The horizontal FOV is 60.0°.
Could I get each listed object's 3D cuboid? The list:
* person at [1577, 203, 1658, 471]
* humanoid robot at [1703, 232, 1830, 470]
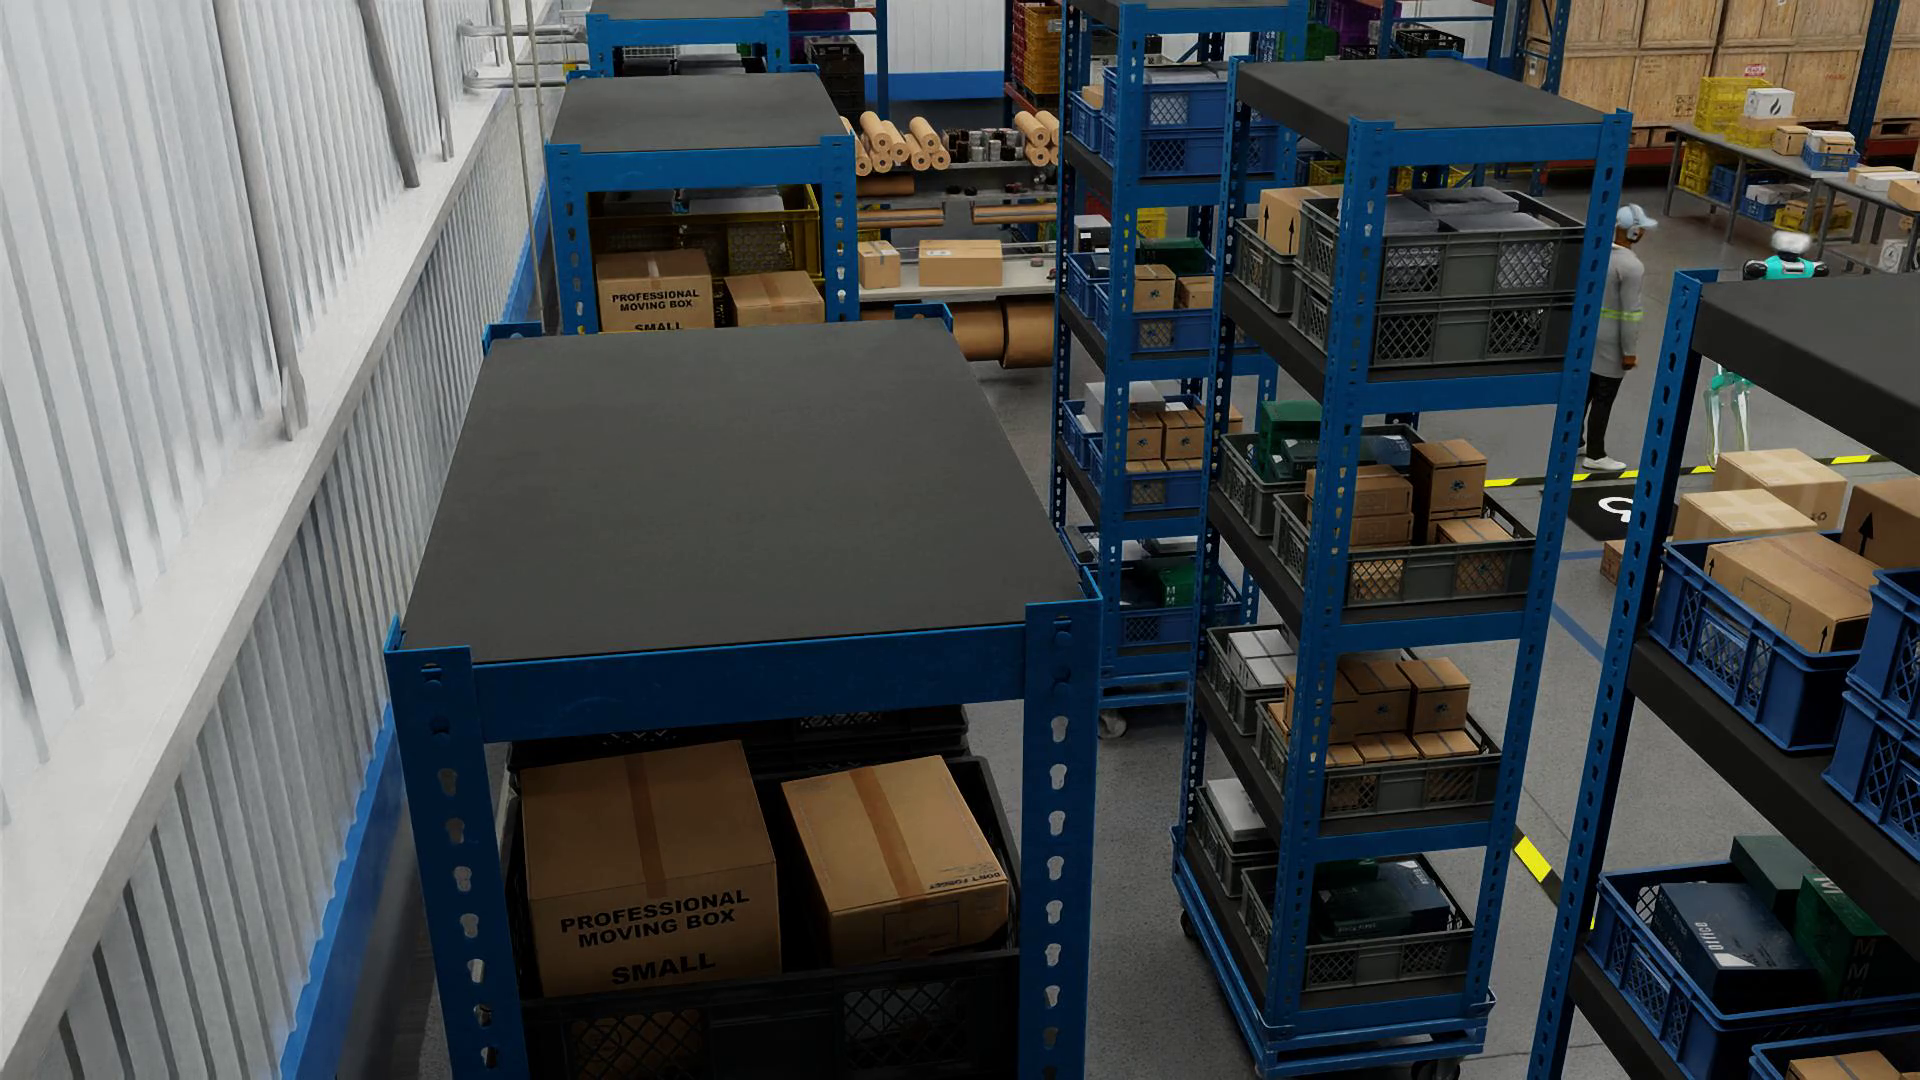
[{"bbox_3d":[4.476,-1.391,11.426,0.370,1.853,0.589,-5,25,-10],"label":"person"},{"bbox_3d":[5.346,-1.311,11.229,0.533,1.677,0.735,1,25,1],"label":"humanoid robot"}]
